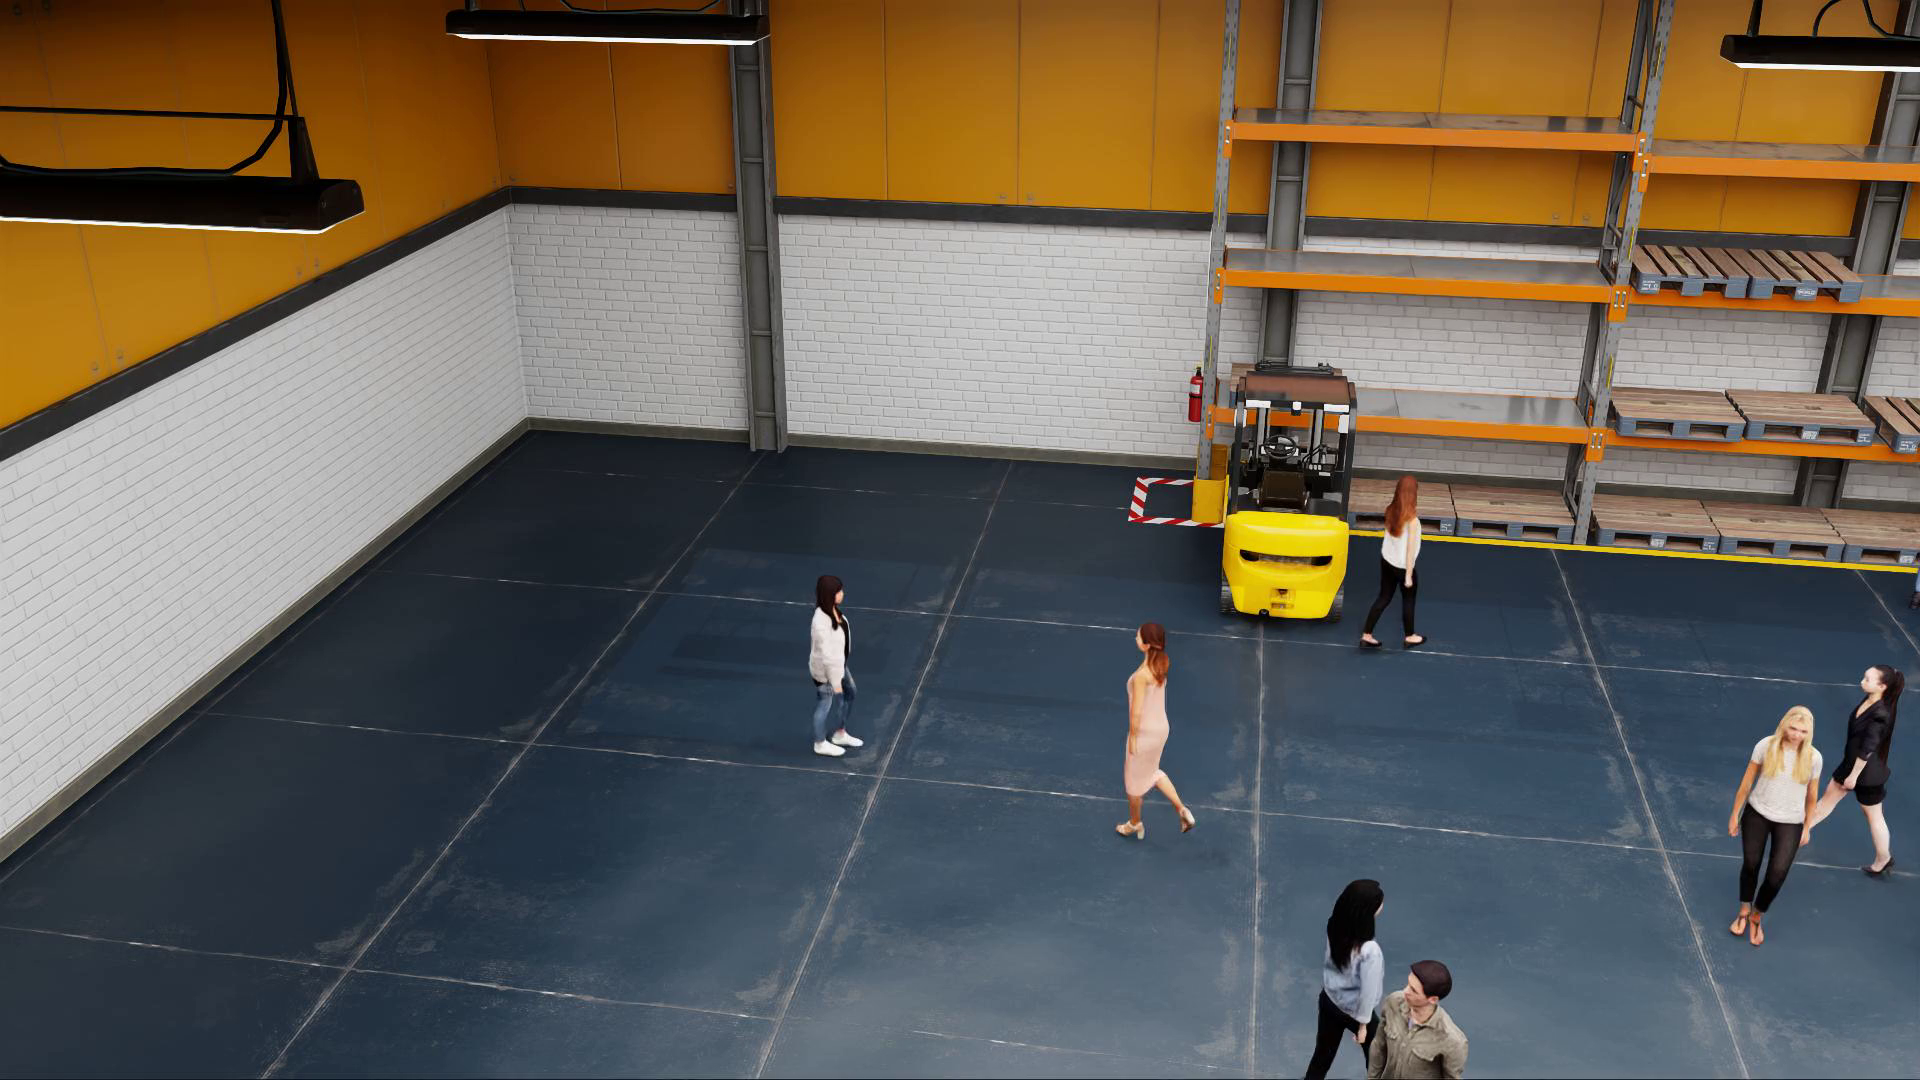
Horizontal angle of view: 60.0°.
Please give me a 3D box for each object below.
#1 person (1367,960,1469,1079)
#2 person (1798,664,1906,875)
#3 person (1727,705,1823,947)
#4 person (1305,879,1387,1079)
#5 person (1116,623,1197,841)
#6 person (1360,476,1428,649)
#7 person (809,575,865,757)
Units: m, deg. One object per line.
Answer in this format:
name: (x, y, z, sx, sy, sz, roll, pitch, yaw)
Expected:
person: (2.373, 2.956, 8.689, 0.829, 1.867, 0.772, -16, 28, -32)
person: (6.558, 1.681, 11.874, 1.052, 1.653, 0.707, 9, 25, 19)
person: (5.498, 1.870, 11.246, 0.696, 1.809, 0.806, 13, 27, 27)
person: (2.148, 2.702, 9.502, 1.083, 1.681, 0.971, -13, 27, -26)
person: (1.455, 1.446, 12.206, 0.971, 1.817, 0.831, 17, 29, 34)
person: (3.920, 0.243, 15.104, 1.031, 1.699, 0.910, -11, 26, -23)
person: (-1.131, 1.016, 13.427, 0.636, 1.626, 0.666, 2, 24, 6)
